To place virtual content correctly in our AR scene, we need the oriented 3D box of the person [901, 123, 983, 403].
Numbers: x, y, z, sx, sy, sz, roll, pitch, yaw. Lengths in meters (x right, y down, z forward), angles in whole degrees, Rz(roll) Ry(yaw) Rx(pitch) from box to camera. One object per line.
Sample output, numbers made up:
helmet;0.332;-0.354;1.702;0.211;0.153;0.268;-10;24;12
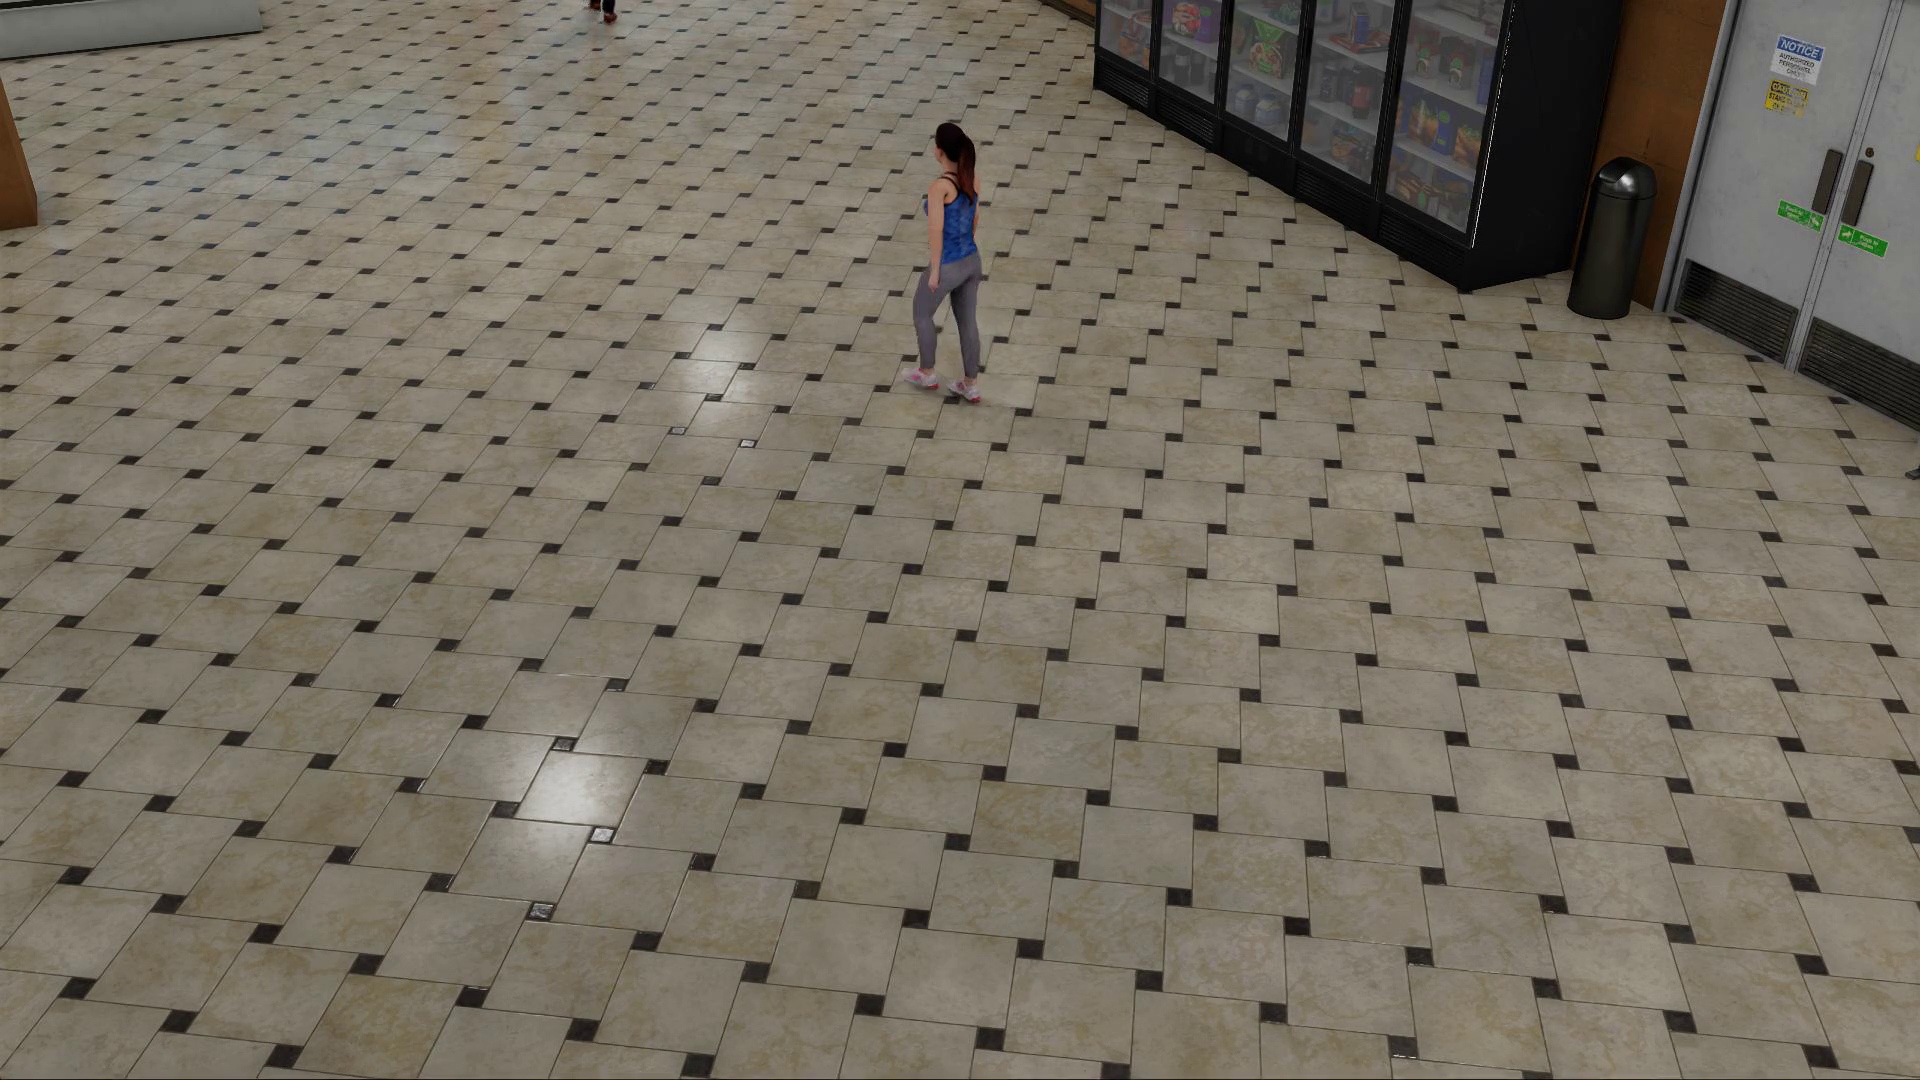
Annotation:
person;0.009;-1.508;9.310;0.799;1.593;0.786;27;41;36
